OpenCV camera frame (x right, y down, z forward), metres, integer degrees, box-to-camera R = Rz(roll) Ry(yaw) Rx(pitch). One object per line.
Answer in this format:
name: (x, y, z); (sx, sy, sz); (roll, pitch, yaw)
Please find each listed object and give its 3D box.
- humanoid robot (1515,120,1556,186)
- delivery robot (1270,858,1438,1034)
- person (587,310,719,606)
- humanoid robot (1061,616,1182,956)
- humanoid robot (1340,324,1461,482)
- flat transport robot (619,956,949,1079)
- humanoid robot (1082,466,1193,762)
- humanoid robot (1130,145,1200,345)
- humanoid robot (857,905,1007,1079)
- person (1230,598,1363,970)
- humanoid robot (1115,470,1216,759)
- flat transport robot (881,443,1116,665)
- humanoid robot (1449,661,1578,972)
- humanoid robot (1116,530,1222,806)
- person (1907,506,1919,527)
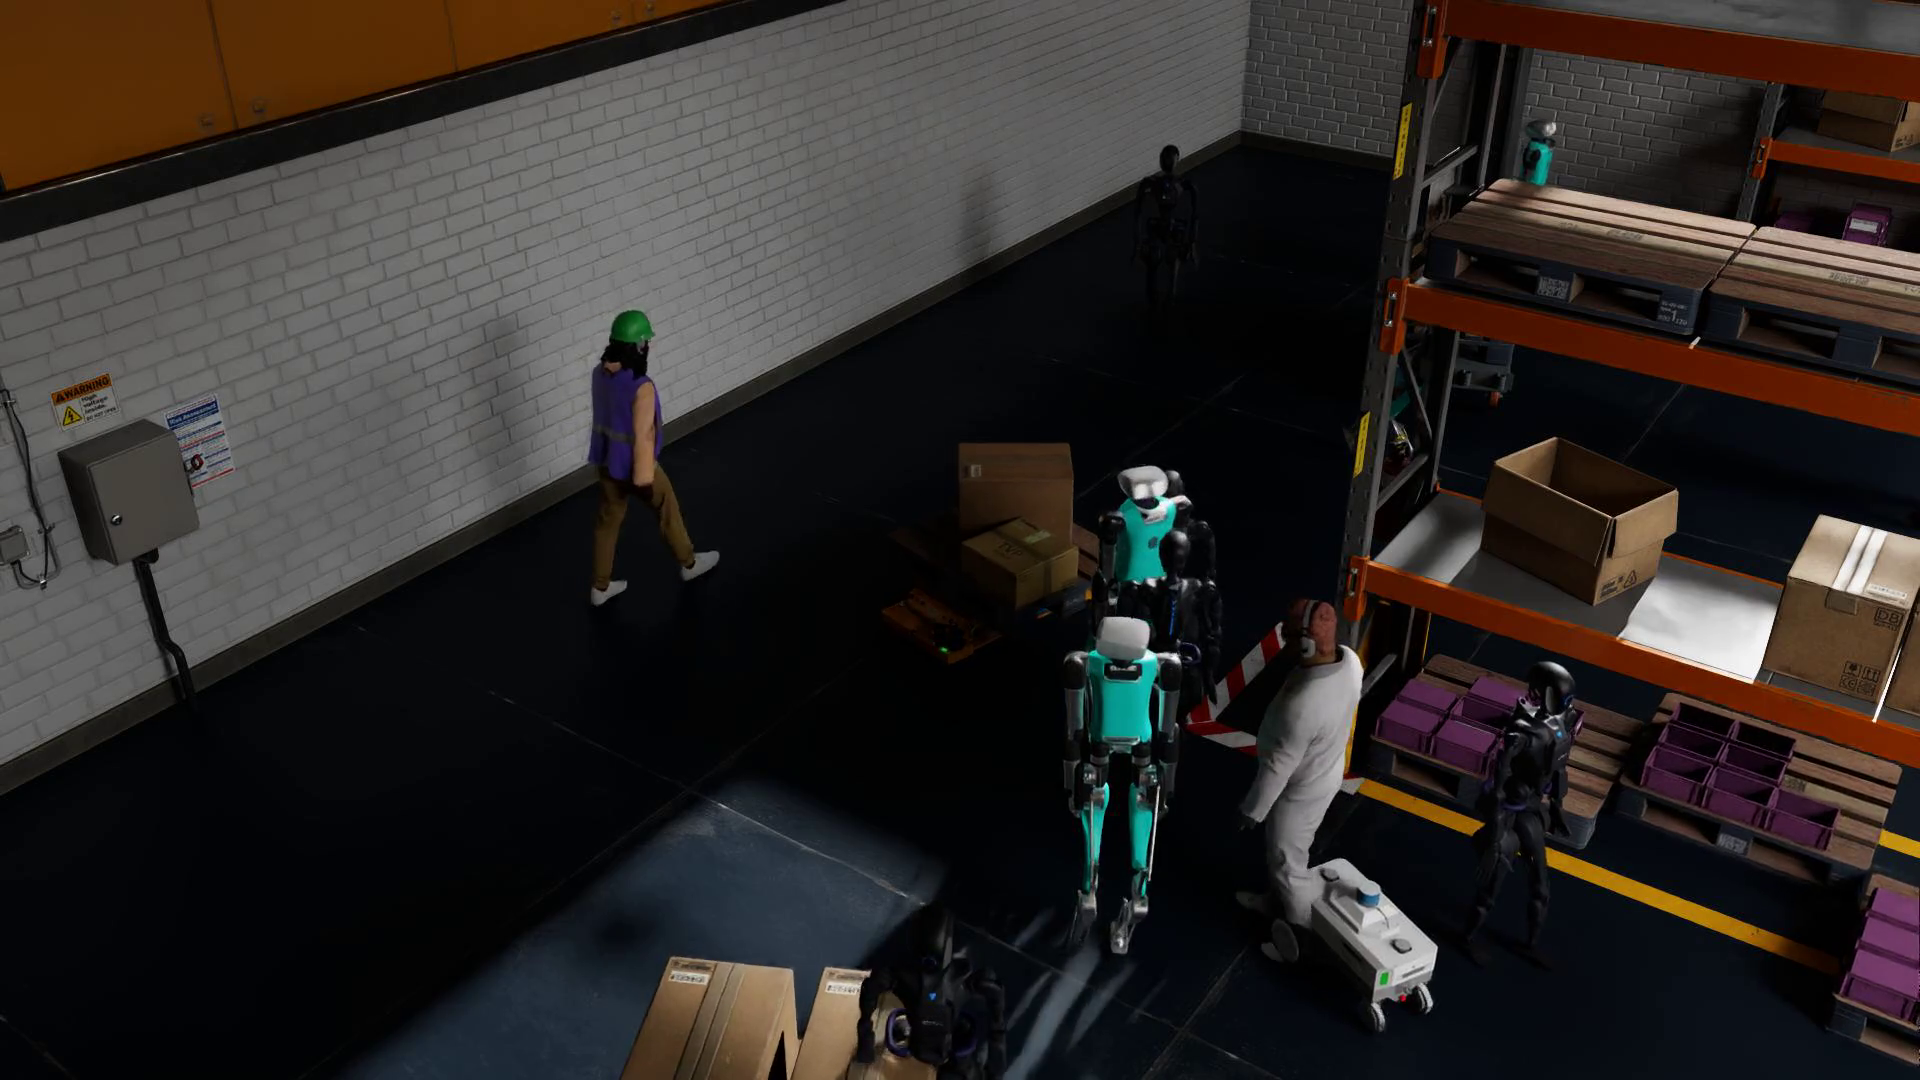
humanoid robot: (4.609, -2.820, 14.494); (0.971, 1.772, 0.540); (19, 35, 29)
delivery robot: (1.838, 1.814, 7.598); (0.499, 0.587, 0.762); (-14, 33, -23)
person: (-1.987, -0.518, 10.342); (0.591, 1.870, 0.959); (24, 38, 35)
humanoid robot: (0.708, 1.246, 7.449); (0.541, 1.842, 0.664); (2, 30, 3)
humanoid robot: (3.101, -1.311, 11.849); (0.970, 1.760, 0.546); (20, 35, 30)
flat transport robot: (-0.646, 2.580, 6.564); (0.659, 0.231, 1.431); (4, 30, 7)
humanoid robot: (0.852, 0.335, 8.976); (0.532, 1.790, 0.672); (-13, 32, -21)
humanoid robot: (1.751, -2.542, 14.073); (0.589, 1.633, 0.722); (5, 30, 9)
humanoid robot: (-0.105, 1.979, 6.208); (0.590, 1.642, 0.483); (0, 30, -1)
person: (1.519, 1.102, 7.527); (0.478, 1.895, 0.666); (16, 34, 25)
humanoid robot: (1.087, 0.405, 8.941); (0.610, 1.642, 0.399); (3, 30, 5)
flat transport robot: (0.260, 0.327, 10.472); (1.431, 0.231, 0.659); (-23, 37, -34)
humanoid robot: (2.541, 1.277, 7.414); (0.600, 1.645, 0.502); (-23, 37, -34)
humanoid robot: (1.023, 0.682, 8.449); (0.586, 1.656, 0.362); (-1, 30, -1)
person: (6.808, -0.912, 11.040); (0.563, 1.873, 0.578); (6, 30, 10)
